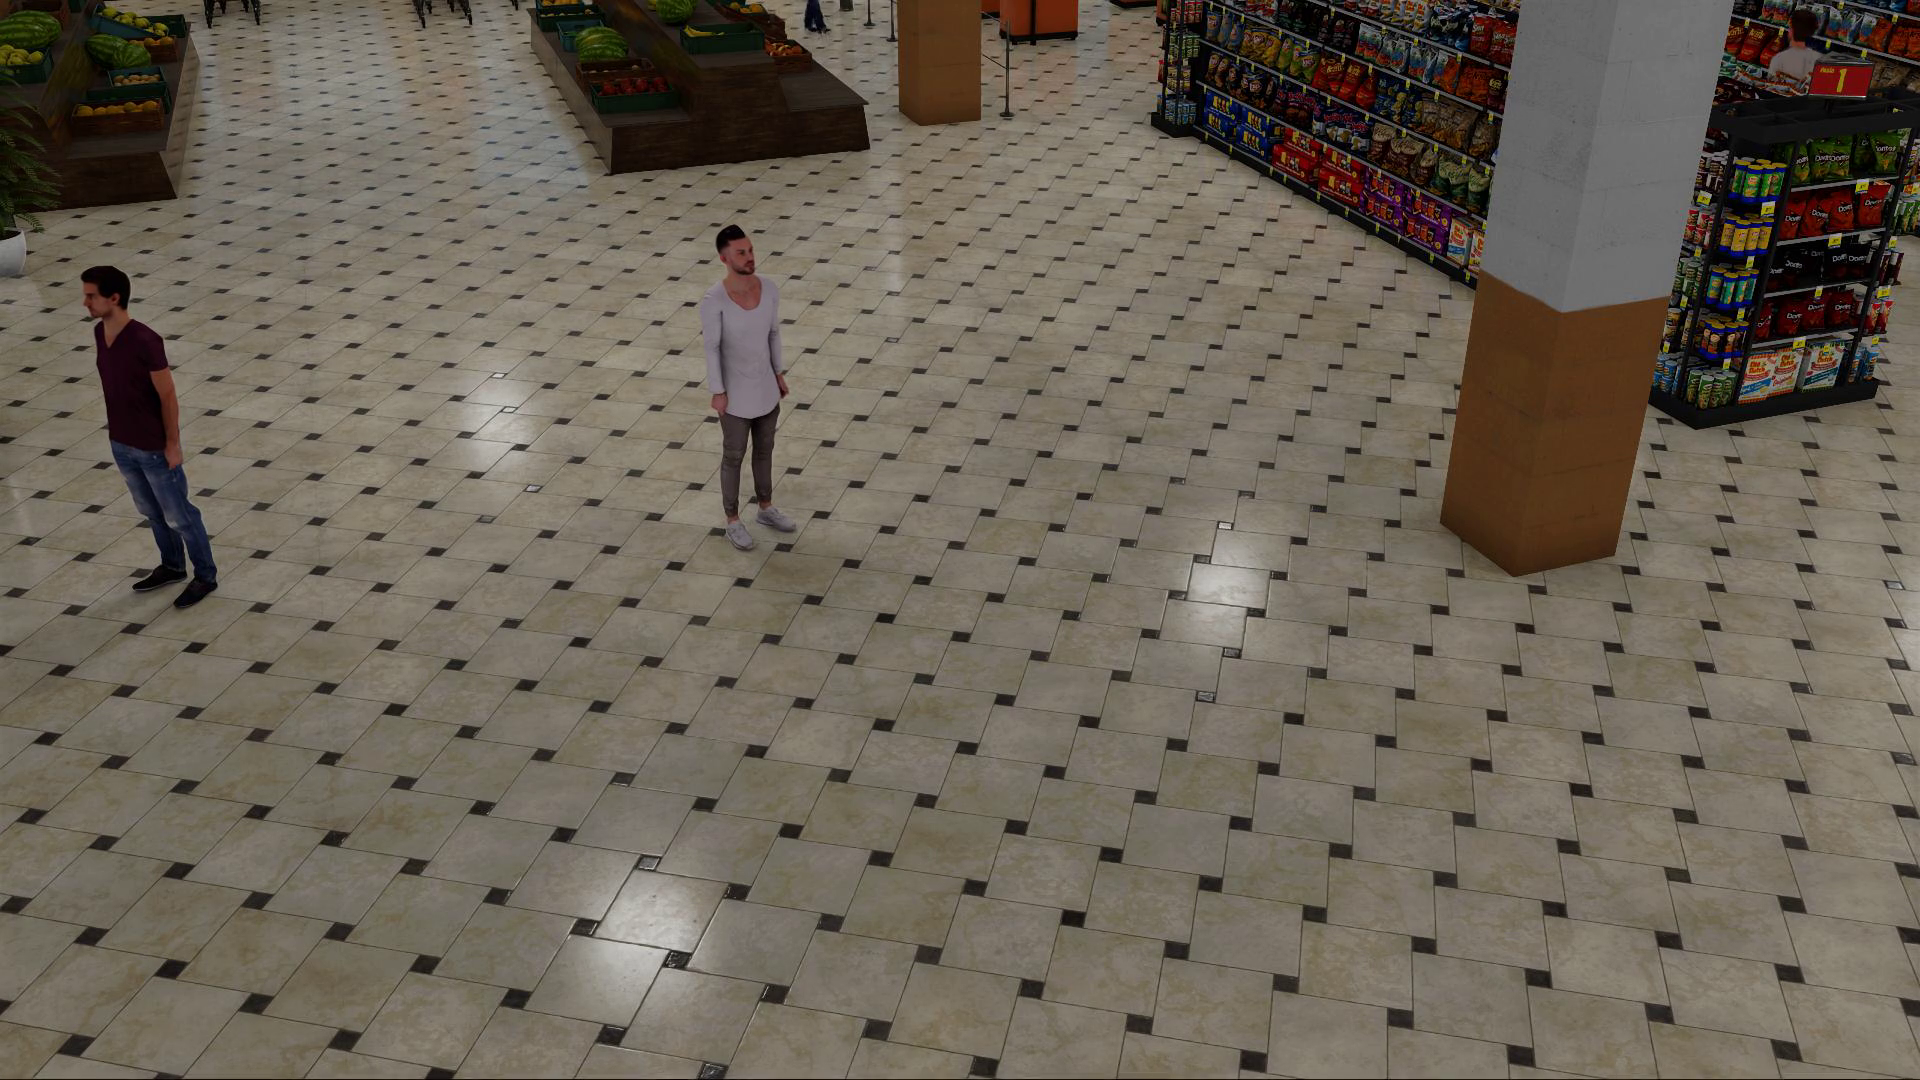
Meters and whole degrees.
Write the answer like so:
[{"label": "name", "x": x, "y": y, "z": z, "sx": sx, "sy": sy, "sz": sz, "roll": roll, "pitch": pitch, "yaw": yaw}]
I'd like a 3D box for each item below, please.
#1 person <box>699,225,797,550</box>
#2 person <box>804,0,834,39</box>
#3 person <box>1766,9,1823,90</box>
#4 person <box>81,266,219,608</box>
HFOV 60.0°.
[{"label": "person", "x": -1.193, "y": -0.864, "z": 9.255, "sx": 0.750, "sy": 1.841, "sz": 0.724, "roll": -26, "pitch": 38, "yaw": -38}, {"label": "person", "x": -1.923, "y": -7.206, "z": 21.214, "sx": 0.724, "sy": 1.513, "sz": 1.090, "roll": -20, "pitch": 34, "yaw": -32}, {"label": "person", "x": 6.900, "y": -3.408, "z": 13.867, "sx": 0.715, "sy": 1.887, "sz": 0.688, "roll": -3, "pitch": 29, "yaw": -6}, {"label": "person", "x": -4.238, "y": -0.546, "z": 8.659, "sx": 0.708, "sy": 1.853, "sz": 0.799, "roll": 16, "pitch": 33, "yaw": 27}]
